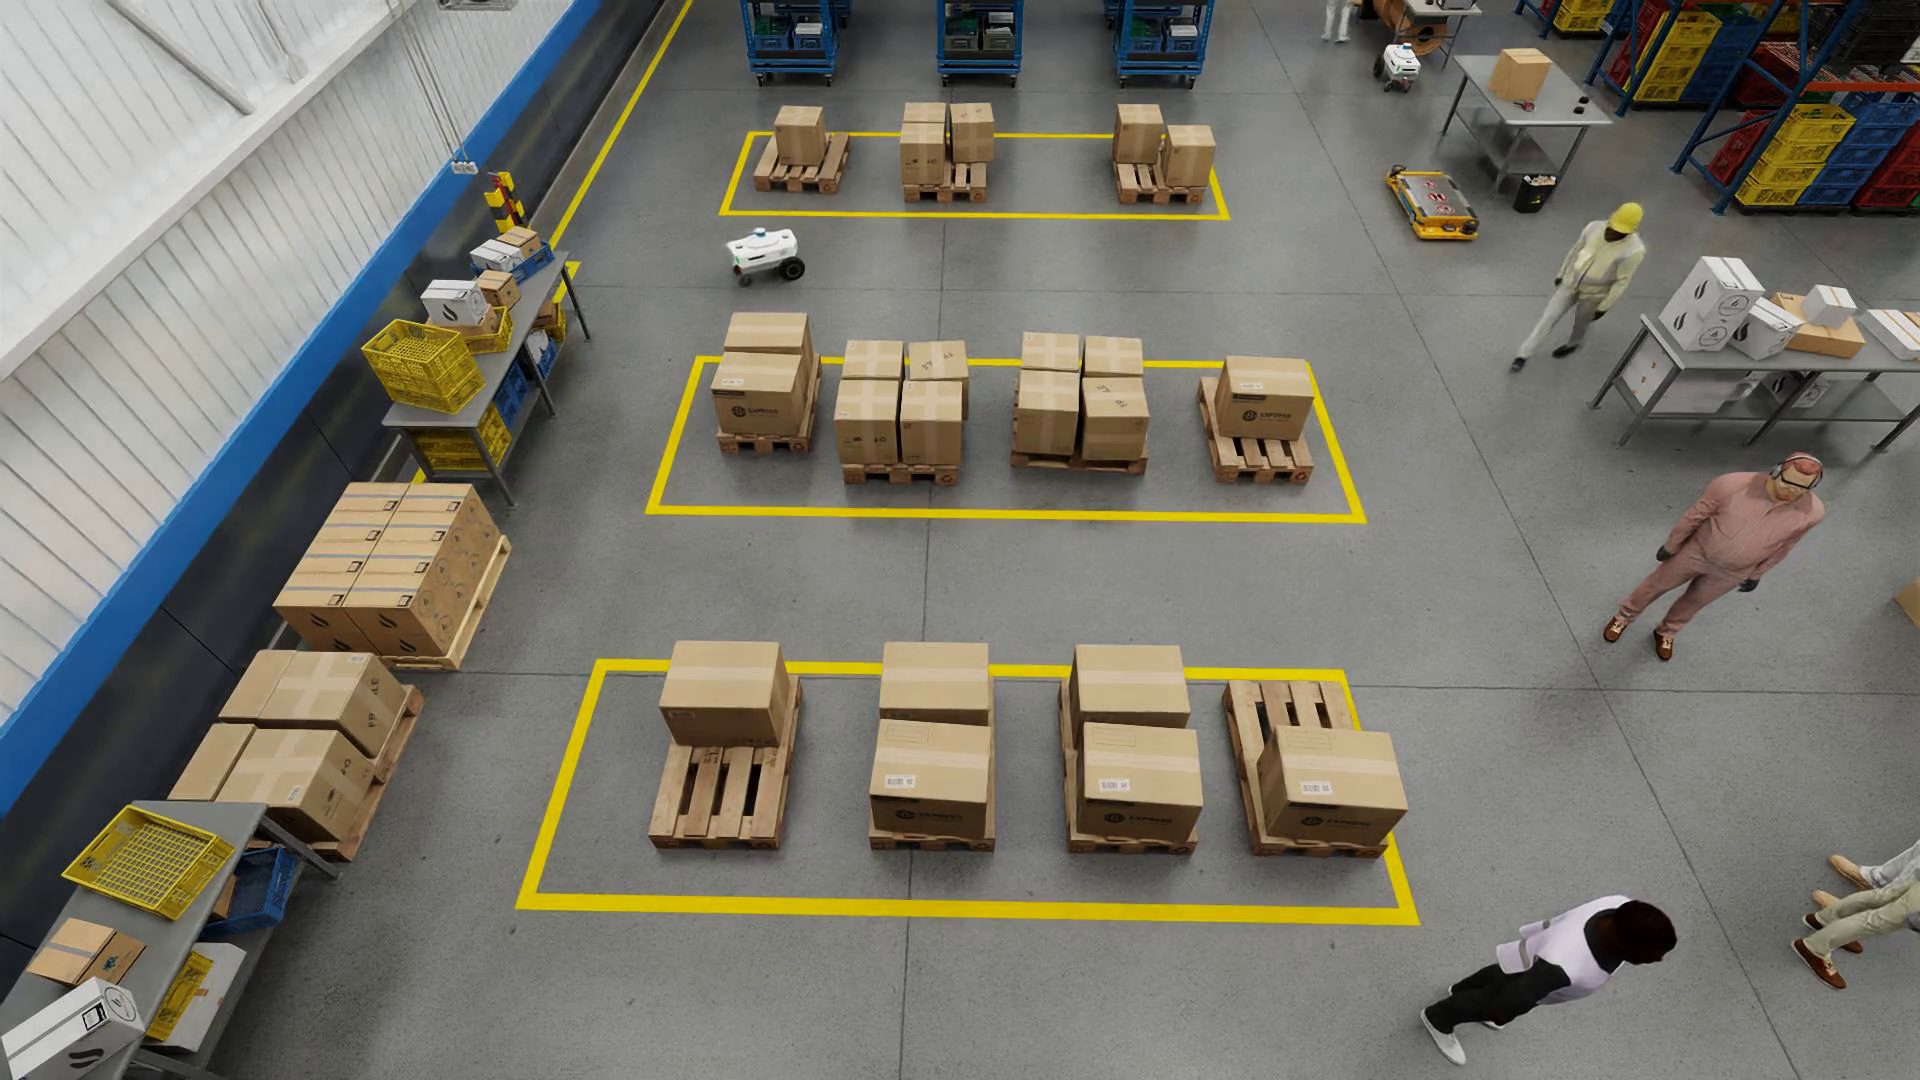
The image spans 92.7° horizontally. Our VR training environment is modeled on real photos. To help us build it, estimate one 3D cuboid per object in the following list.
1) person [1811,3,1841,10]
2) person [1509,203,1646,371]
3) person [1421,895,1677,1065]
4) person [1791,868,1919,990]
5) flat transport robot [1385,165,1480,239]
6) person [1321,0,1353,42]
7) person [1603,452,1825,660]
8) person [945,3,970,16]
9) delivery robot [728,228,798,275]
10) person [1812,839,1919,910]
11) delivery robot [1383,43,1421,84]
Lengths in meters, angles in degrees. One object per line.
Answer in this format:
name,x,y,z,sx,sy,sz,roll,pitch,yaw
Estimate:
person,13.883,-8.749,14.042,0.604,1.868,0.685,-30,55,-23
person,5.861,-2.375,8.582,0.957,1.773,0.627,-28,55,-22
person,2.866,2.165,4.565,0.592,1.913,0.384,-25,54,-20
person,5.236,1.858,4.856,0.518,1.874,0.329,-30,56,-24
flat transport robot,5.692,-4.094,11.059,0.652,0.197,1.431,1,49,1
person,5.822,-8.472,13.977,0.614,1.594,0.327,16,51,13
person,5.215,0.130,6.329,0.647,1.908,0.409,21,52,17
person,-0.032,-8.374,13.632,0.608,1.995,0.377,2,49,1
delivery robot,-2.145,-3.170,10.013,0.707,0.478,0.477,-18,52,-15
person,5.557,1.653,5.057,0.622,1.838,0.429,-33,57,-25
delivery robot,6.386,-6.916,13.255,0.477,0.478,0.707,2,49,1
